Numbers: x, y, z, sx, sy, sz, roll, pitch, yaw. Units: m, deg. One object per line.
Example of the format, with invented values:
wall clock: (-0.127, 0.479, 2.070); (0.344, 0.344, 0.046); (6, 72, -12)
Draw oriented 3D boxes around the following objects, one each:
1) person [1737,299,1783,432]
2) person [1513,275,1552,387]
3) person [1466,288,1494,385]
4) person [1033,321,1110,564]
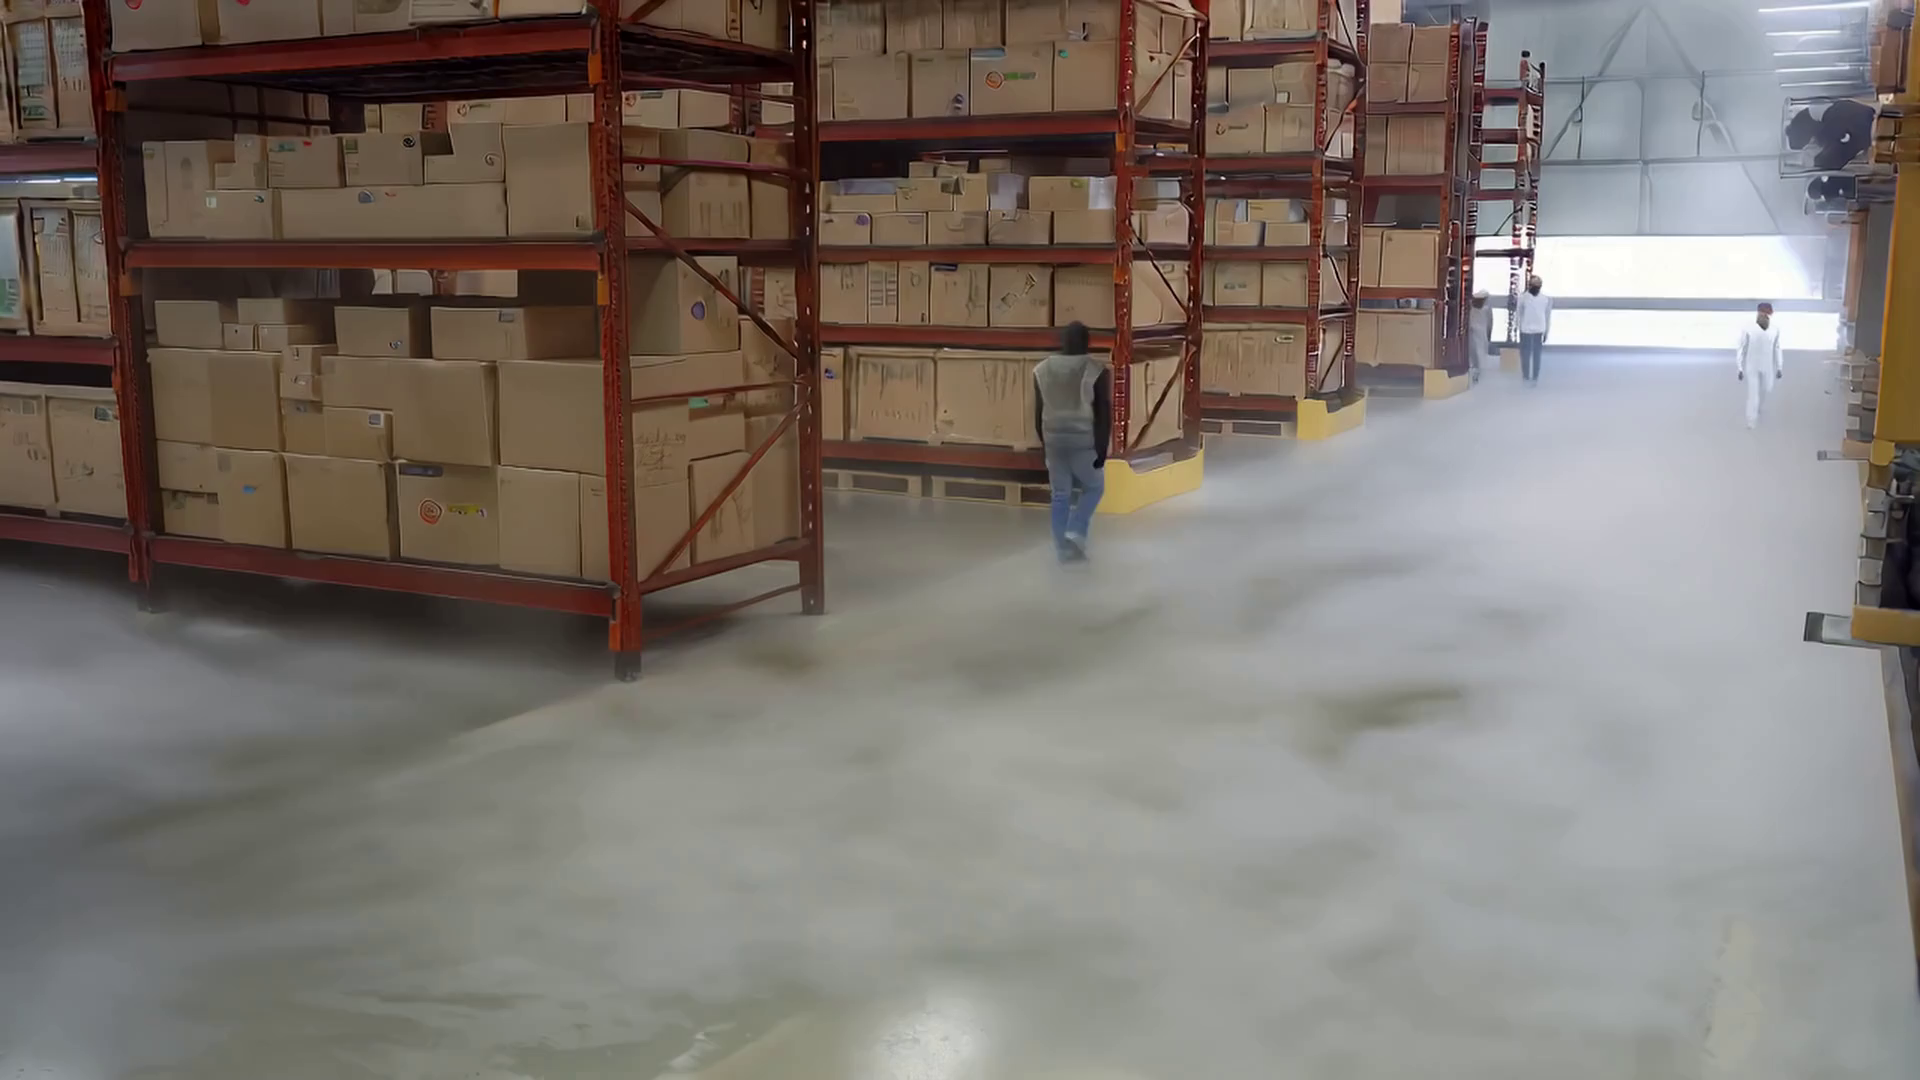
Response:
person: (10.494, -2.299, 21.868); (0.576, 1.734, 0.569); (0, 10, -3)
person: (10.058, -3.673, 29.263); (0.611, 1.944, 1.043); (4, 11, 23)
person: (9.269, -3.643, 29.687); (0.499, 1.711, 0.749); (3, 10, 18)
person: (0.842, -0.714, 12.420); (0.627, 1.832, 0.449); (5, 11, 27)
